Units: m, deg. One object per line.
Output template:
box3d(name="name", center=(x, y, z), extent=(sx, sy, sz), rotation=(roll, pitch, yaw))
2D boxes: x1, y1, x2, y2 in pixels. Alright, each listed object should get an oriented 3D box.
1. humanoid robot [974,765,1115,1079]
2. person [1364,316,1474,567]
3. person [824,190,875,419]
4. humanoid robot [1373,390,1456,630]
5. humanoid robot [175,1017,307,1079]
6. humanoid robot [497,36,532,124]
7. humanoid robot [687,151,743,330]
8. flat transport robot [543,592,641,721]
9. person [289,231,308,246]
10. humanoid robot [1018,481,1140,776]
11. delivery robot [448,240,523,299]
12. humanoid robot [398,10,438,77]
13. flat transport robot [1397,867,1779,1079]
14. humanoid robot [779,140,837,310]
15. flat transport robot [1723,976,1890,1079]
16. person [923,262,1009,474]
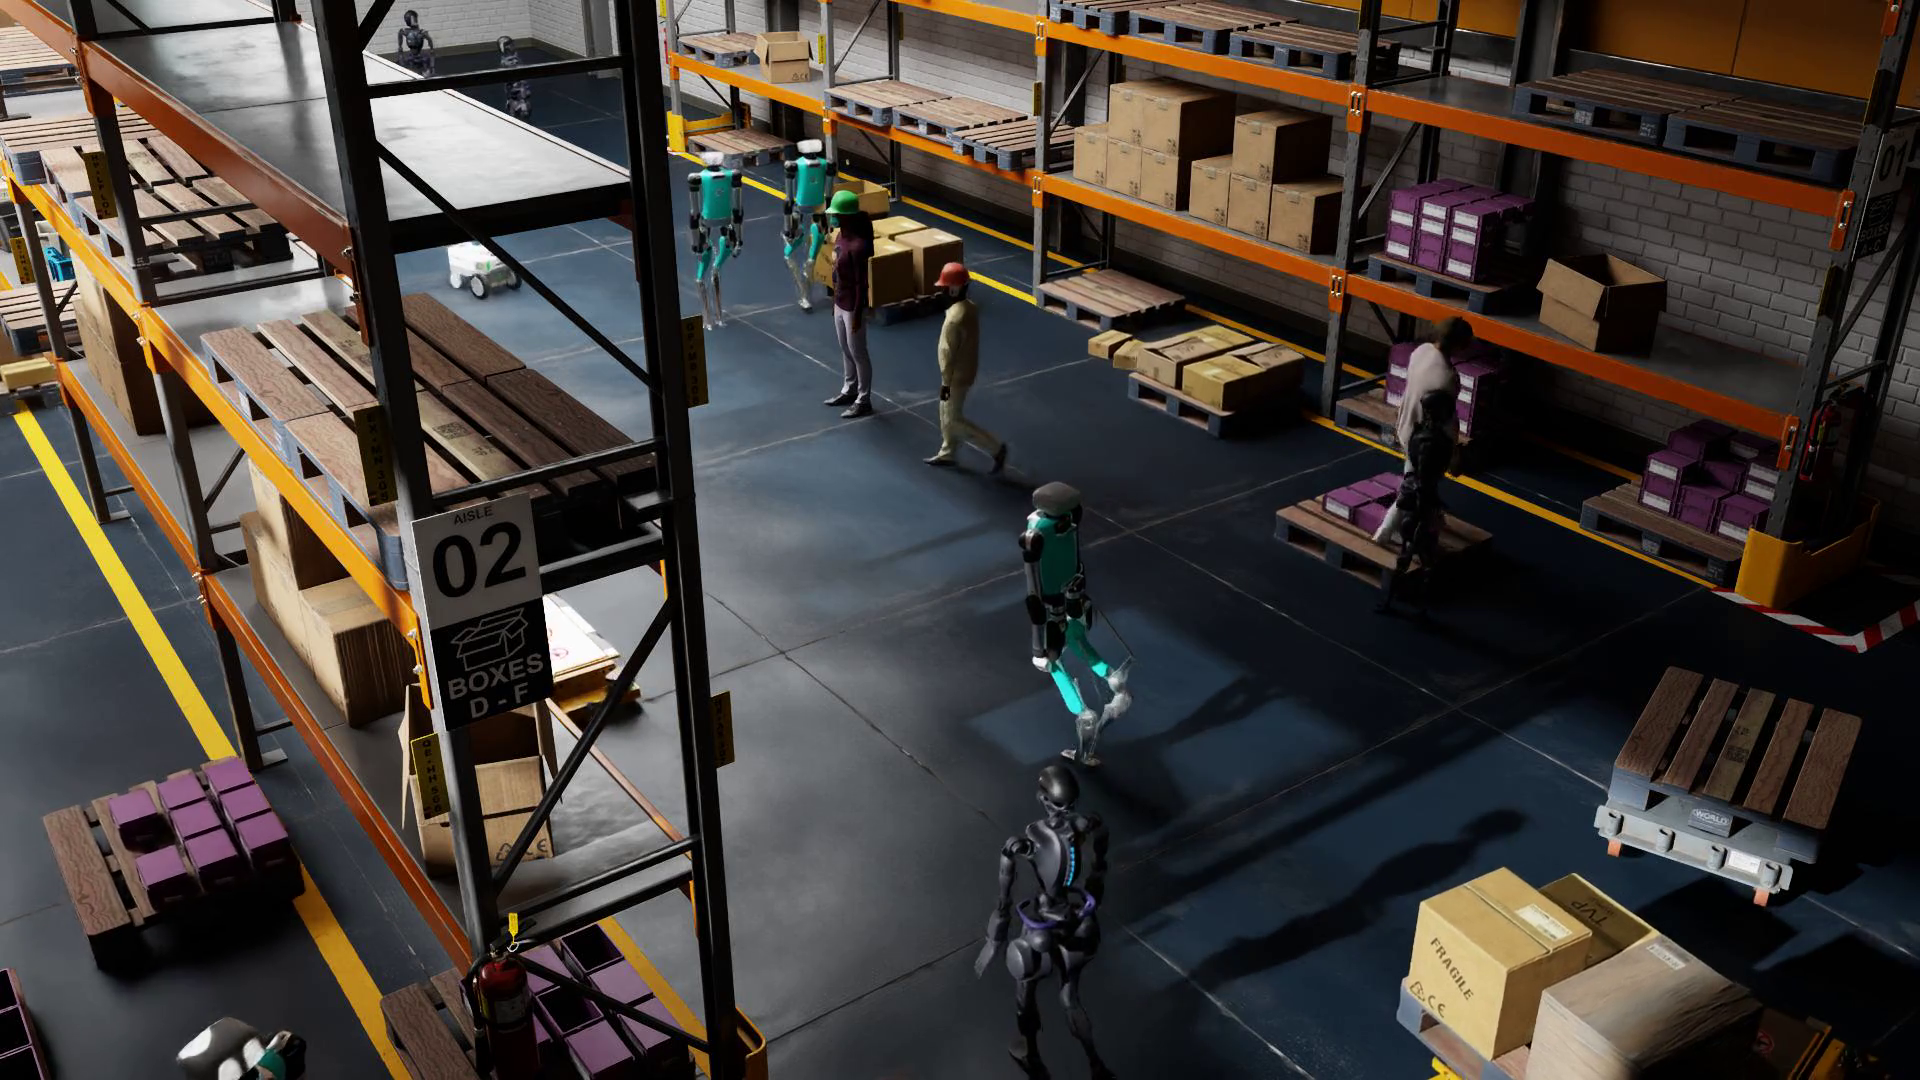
box3d(name="humanoid robot", center=(0.404, 1.701, 7.055), extent=(0.601, 1.642, 0.561), rotation=(-14, 30, -25))
box3d(name="person", center=(3.271, -0.679, 11.545), extent=(0.837, 1.880, 0.697), rotation=(-1, 27, -3))
box3d(name="person", center=(-0.916, -2.003, 14.102), extent=(0.421, 1.952, 0.489), rotation=(-13, 29, -24))
box3d(name="humanoid robot", center=(3.040, -0.211, 10.843), extent=(0.512, 1.650, 0.600), rotation=(9, 28, 18))
box3d(name="humanoid robot", center=(-2.562, 2.320, 5.781), extent=(1.046, 1.750, 0.553), rotation=(10, 28, 19))
box3d(name="humanoid robot", center=(-5.856, -5.842, 22.045), extent=(0.343, 1.647, 0.616), rotation=(-19, 32, -33))
box3d(name="humanoid robot", center=(-2.419, -2.914, 16.177), extent=(0.530, 1.820, 0.680), rotation=(-13, 29, -24))
box3d(name="flat transport robot", center=(-2.639, 0.725, 10.545), extent=(0.659, 0.231, 1.431), rotation=(-18, 32, -31))
box3d(name="person", center=(-6.415, -2.721, 15.887), extent=(0.287, 1.629, 0.498), rotation=(14, 30, 26))
box3d(name="humanoid robot", center=(0.699, 0.614, 9.267), extent=(0.716, 1.902, 0.540), rotation=(16, 31, 29))
box3d(name="delivery robot", center=(-4.989, -2.853, 17.366), extent=(0.818, 0.614, 0.499), rotation=(20, 33, 34))
box3d(name="humanoid robot", center=(-7.781, -6.790, 23.936), extent=(0.613, 1.643, 0.410), rotation=(6, 27, 12))
box3d(name="flat transport robot", center=(2.724, 2.356, 7.302), extent=(1.431, 0.231, 0.659), rotation=(-14, 30, -26))
box3d(name="humanoid robot", center=(-1.554, -3.083, 16.611), extent=(0.553, 1.905, 0.721), rotation=(-12, 29, -22))
box3d(name="flat transport robot", center=(3.348, 2.238, 7.536), extent=(1.431, 0.231, 0.659), rotation=(23, 34, 37))
box3d(name="person", center=(0.038, -1.313, 12.969), extent=(0.674, 1.724, 0.562), rotation=(5, 27, 11))
